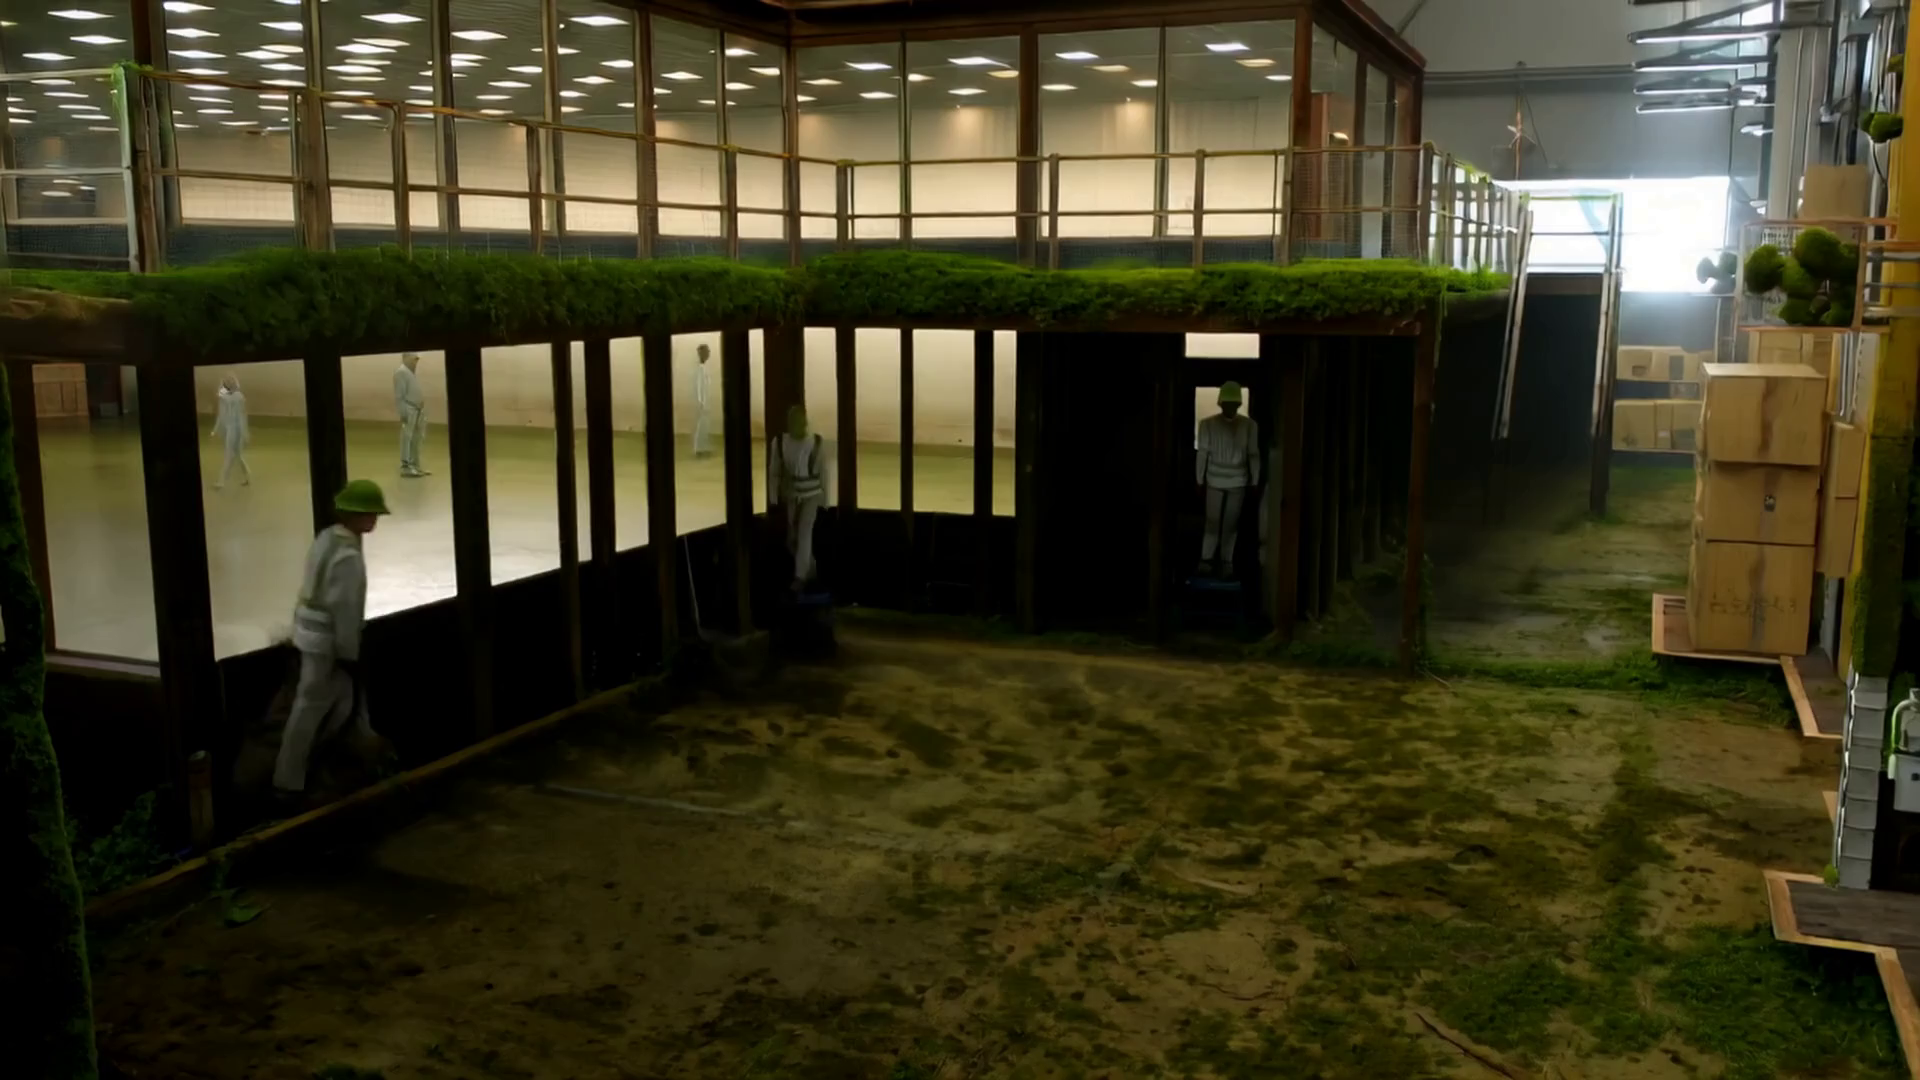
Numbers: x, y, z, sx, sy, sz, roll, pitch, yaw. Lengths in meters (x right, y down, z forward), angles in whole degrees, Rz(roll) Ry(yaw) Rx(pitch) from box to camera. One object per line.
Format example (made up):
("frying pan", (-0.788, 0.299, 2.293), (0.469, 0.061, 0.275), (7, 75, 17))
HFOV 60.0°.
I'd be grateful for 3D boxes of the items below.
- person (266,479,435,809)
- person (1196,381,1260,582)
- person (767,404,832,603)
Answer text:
("person", (-3.569, 0.582, 9.603), (1.012, 1.863, 0.636), (-5, 10, -27))
("person", (2.626, -0.568, 16.338), (0.618, 1.986, 0.407), (2, 9, 12))
("person", (-1.489, -0.379, 15.683), (0.564, 1.838, 1.055), (3, 10, 16))
